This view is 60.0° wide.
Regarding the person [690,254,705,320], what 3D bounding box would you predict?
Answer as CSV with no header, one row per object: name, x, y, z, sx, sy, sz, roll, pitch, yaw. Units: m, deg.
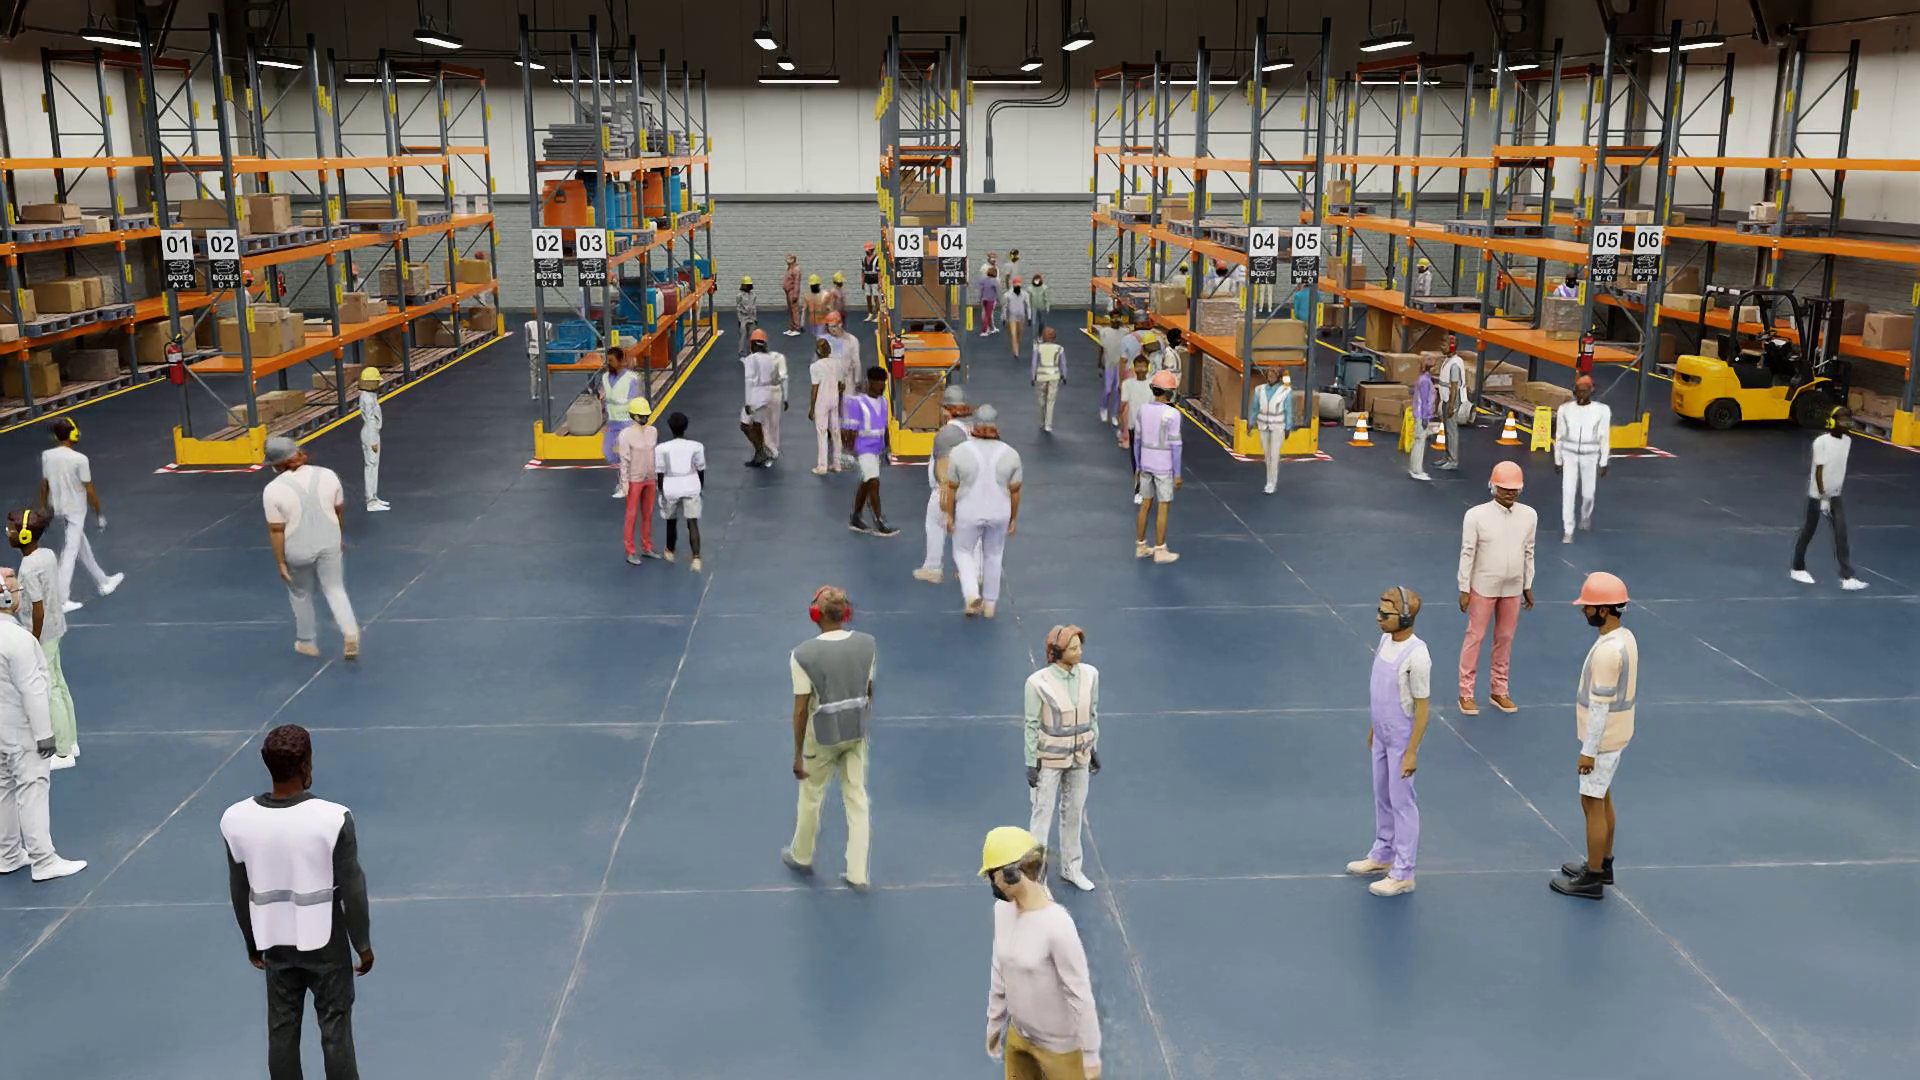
person,-6.410,-6.084,40.630,0.327,1.767,0.533,7,15,26

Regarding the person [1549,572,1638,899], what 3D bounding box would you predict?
person,3.723,1.134,9.730,0.390,1.923,0.549,8,15,29

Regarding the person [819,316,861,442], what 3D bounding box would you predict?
person,-1.780,-2.383,24.702,0.665,1.878,0.538,0,13,2

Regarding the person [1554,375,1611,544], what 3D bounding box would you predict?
person,6.894,-0.903,18.459,0.599,1.872,0.593,7,15,27

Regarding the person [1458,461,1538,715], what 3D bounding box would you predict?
person,4.140,0.368,12.805,0.623,1.992,0.396,-2,13,-10

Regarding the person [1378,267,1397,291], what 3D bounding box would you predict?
person,9.731,-5.393,37.842,0.317,1.698,0.540,-8,15,-30

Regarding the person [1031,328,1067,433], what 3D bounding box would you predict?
person,1.385,-2.484,25.745,0.542,1.584,0.879,2,14,10

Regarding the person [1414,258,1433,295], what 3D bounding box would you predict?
person,10.692,-5.588,38.420,0.404,1.824,0.590,0,13,-1

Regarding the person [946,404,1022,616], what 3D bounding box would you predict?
person,0.220,-0.261,15.371,0.700,2.000,0.615,-2,13,-8

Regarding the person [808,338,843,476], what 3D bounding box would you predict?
person,-1.797,-1.781,22.244,0.504,1.839,0.344,-11,17,-38

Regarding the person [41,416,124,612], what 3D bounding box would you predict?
person,-8.389,-0.273,15.872,0.559,1.823,0.964,5,14,19

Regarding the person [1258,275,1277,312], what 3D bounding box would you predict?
person,8.198,-6.906,44.419,0.494,1.624,0.288,2,13,9

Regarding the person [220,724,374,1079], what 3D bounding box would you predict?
person,-2.850,1.726,7.219,0.593,1.920,0.391,1,13,3

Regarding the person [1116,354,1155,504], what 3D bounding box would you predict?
person,2.238,-1.425,20.765,0.532,1.834,0.944,3,14,12

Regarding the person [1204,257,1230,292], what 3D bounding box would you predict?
person,5.880,-5.597,38.110,0.606,1.980,1.068,1,13,5

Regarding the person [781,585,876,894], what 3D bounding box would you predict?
person,-0.795,1.158,9.882,0.578,1.800,0.888,-8,16,-31

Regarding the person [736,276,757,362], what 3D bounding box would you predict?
person,-4.349,-4.516,34.036,0.485,1.744,0.294,-13,18,-43

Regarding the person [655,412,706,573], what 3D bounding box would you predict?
person,-2.889,-0.504,17.228,0.535,1.655,0.851,-4,14,-17

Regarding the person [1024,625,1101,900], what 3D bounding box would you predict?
person,0.595,1.284,9.688,0.523,1.640,0.307,-8,16,-31

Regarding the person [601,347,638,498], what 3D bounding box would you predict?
person,-4.250,-1.471,20.806,0.591,1.905,0.444,9,16,33

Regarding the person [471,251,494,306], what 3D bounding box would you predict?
person,-11.552,-6.024,40.150,0.496,1.867,0.603,9,16,33

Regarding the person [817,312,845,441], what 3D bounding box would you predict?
person,-1.881,-2.441,24.856,0.546,1.928,0.384,12,18,42

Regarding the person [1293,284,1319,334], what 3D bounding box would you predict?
person,7.257,-4.707,34.942,0.567,1.694,0.926,0,13,-2

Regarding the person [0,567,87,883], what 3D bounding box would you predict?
person,-5.617,1.097,9.909,0.638,1.909,0.408,6,15,25

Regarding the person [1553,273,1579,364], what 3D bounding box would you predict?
person,12.326,-4.494,33.734,0.633,1.843,0.429,-2,13,-9

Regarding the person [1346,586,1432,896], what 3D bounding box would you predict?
person,2.540,1.166,9.745,0.332,1.844,0.517,-3,14,-12

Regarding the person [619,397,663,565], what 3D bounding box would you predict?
person,-3.347,-0.629,17.523,0.326,1.767,0.533,10,16,35

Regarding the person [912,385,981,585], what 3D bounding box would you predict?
person,-0.126,-0.568,16.675,0.816,2.000,0.700,10,17,38

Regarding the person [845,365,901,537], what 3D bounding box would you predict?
person,-0.925,-0.987,18.704,0.911,1.919,0.655,8,16,32

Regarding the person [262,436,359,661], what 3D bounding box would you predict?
person,-5.493,0.048,14.063,0.711,2.000,0.864,-12,18,-41

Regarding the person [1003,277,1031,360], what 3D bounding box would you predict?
person,1.188,-4.614,34.530,0.580,1.706,0.893,-3,14,-11
